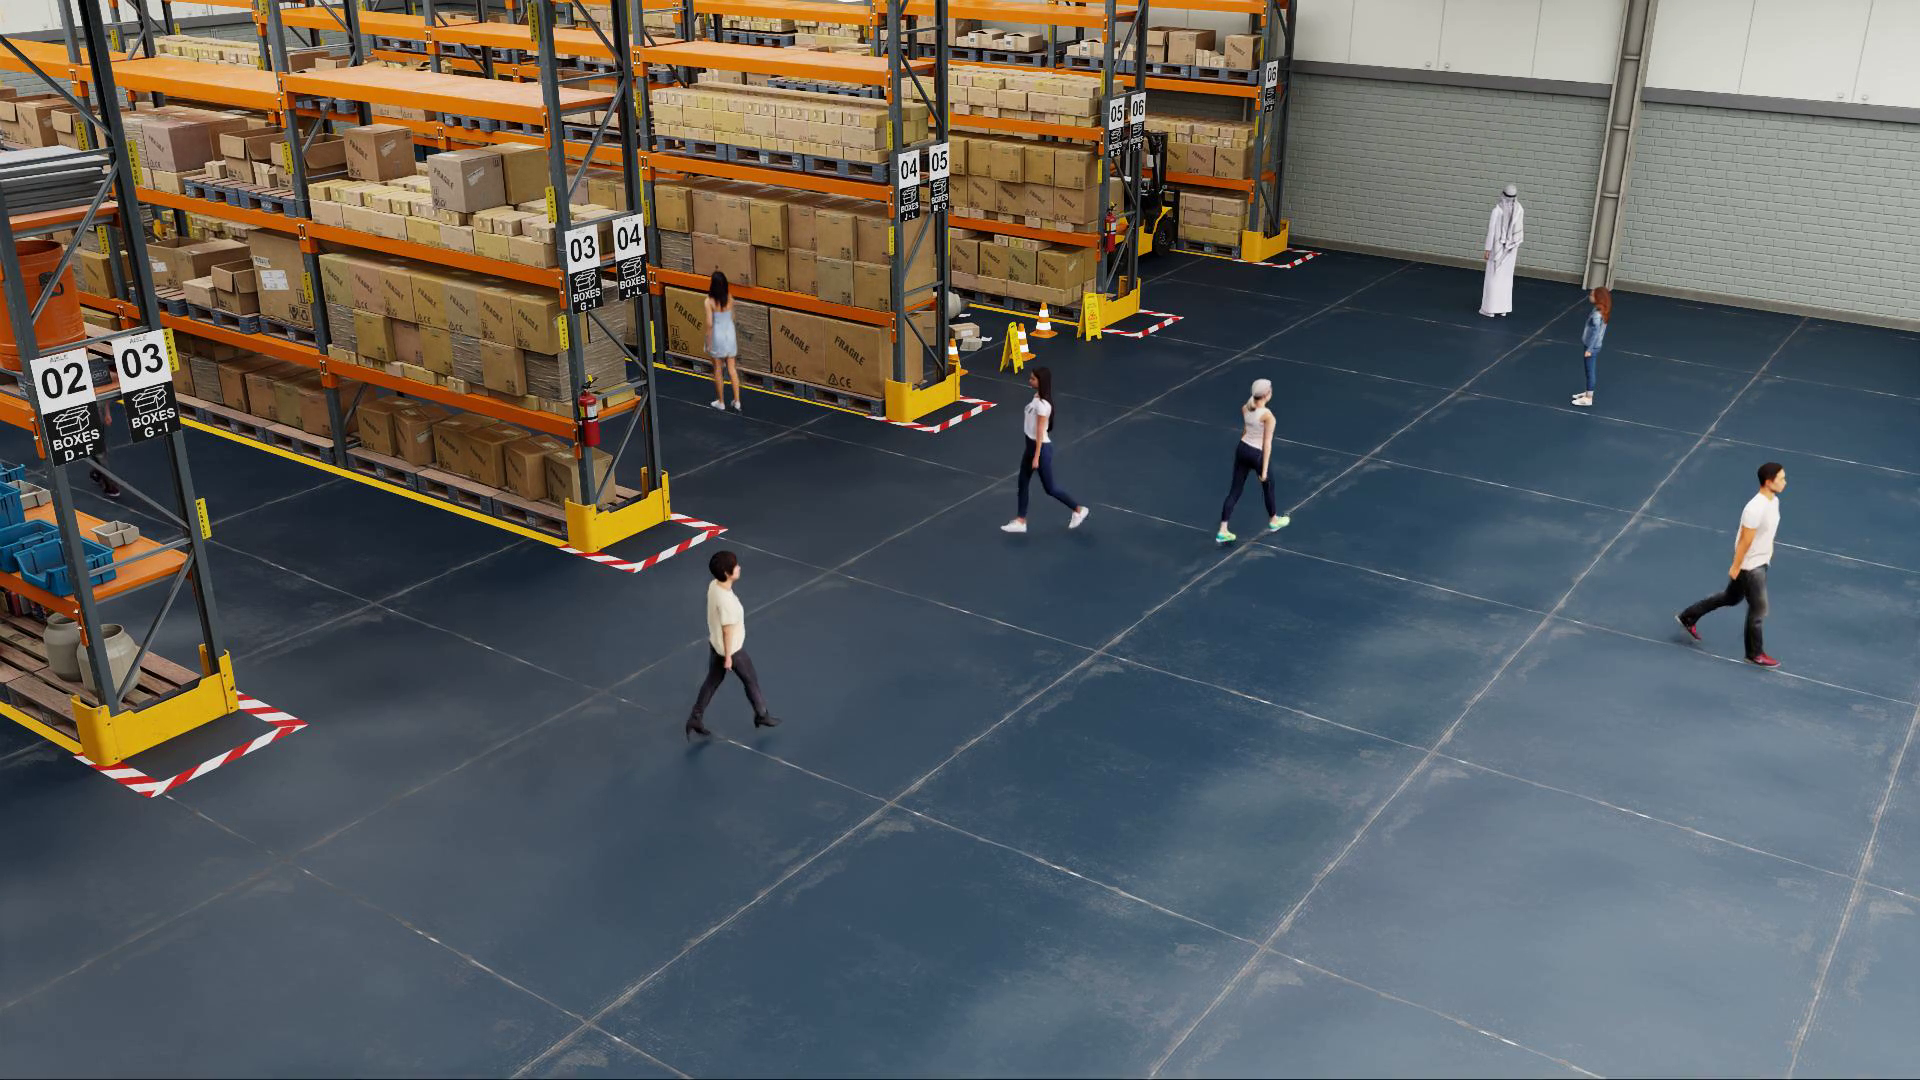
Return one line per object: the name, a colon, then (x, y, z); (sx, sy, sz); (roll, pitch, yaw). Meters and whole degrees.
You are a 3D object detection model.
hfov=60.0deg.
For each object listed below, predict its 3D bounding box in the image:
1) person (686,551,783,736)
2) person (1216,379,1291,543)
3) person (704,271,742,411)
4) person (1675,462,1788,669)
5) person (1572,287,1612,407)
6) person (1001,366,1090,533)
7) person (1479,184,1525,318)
person: (-1.865, 0.837, 12.825); (0.951, 1.551, 1.020); (-10, 25, -23)
person: (2.816, -0.741, 16.409); (0.936, 1.652, 1.186); (-16, 28, -33)
person: (-2.888, -2.435, 20.291); (0.661, 1.730, 0.672); (-15, 27, -32)
person: (6.596, 0.177, 14.103); (1.134, 1.766, 0.663); (16, 28, 33)
person: (7.818, -2.399, 20.530); (0.569, 1.478, 0.609); (9, 25, 21)
person: (0.886, -0.858, 16.567); (1.136, 1.744, 1.079); (-4, 23, -10)
person: (7.914, -4.222, 24.243); (0.795, 1.927, 0.853); (-4, 23, -10)
